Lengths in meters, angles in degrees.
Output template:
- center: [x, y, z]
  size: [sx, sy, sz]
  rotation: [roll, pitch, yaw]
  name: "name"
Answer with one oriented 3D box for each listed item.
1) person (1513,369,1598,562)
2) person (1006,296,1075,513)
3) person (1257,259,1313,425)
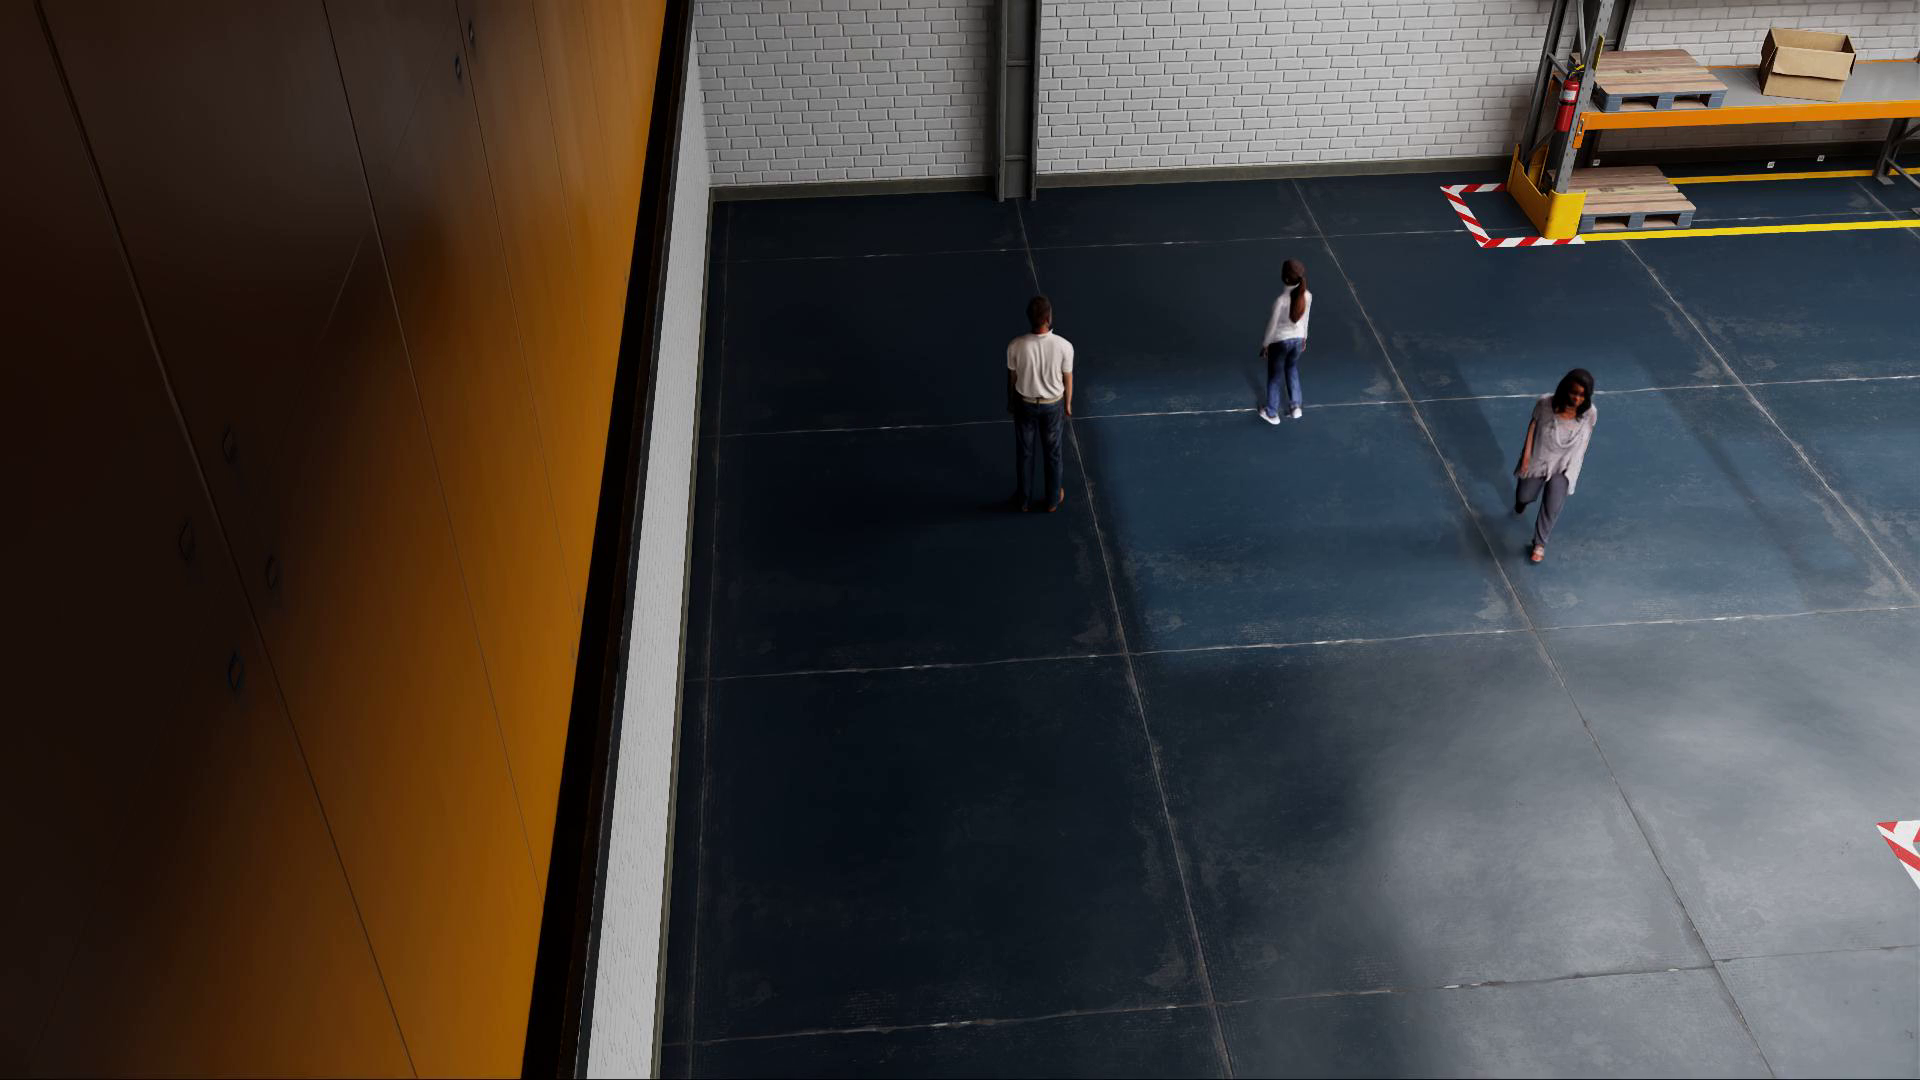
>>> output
- center: [4.451, -0.648, 12.511]
  size: [0.935, 1.591, 0.903]
  rotation: [11, 40, 14]
  name: "person"
- center: [0.602, -1.014, 12.761]
  size: [0.583, 1.850, 0.765]
  rotation: [4, 39, 5]
  name: "person"
- center: [2.729, -1.588, 13.720]
  size: [0.692, 1.550, 0.714]
  rotation: [-15, 41, -18]
  name: "person"
